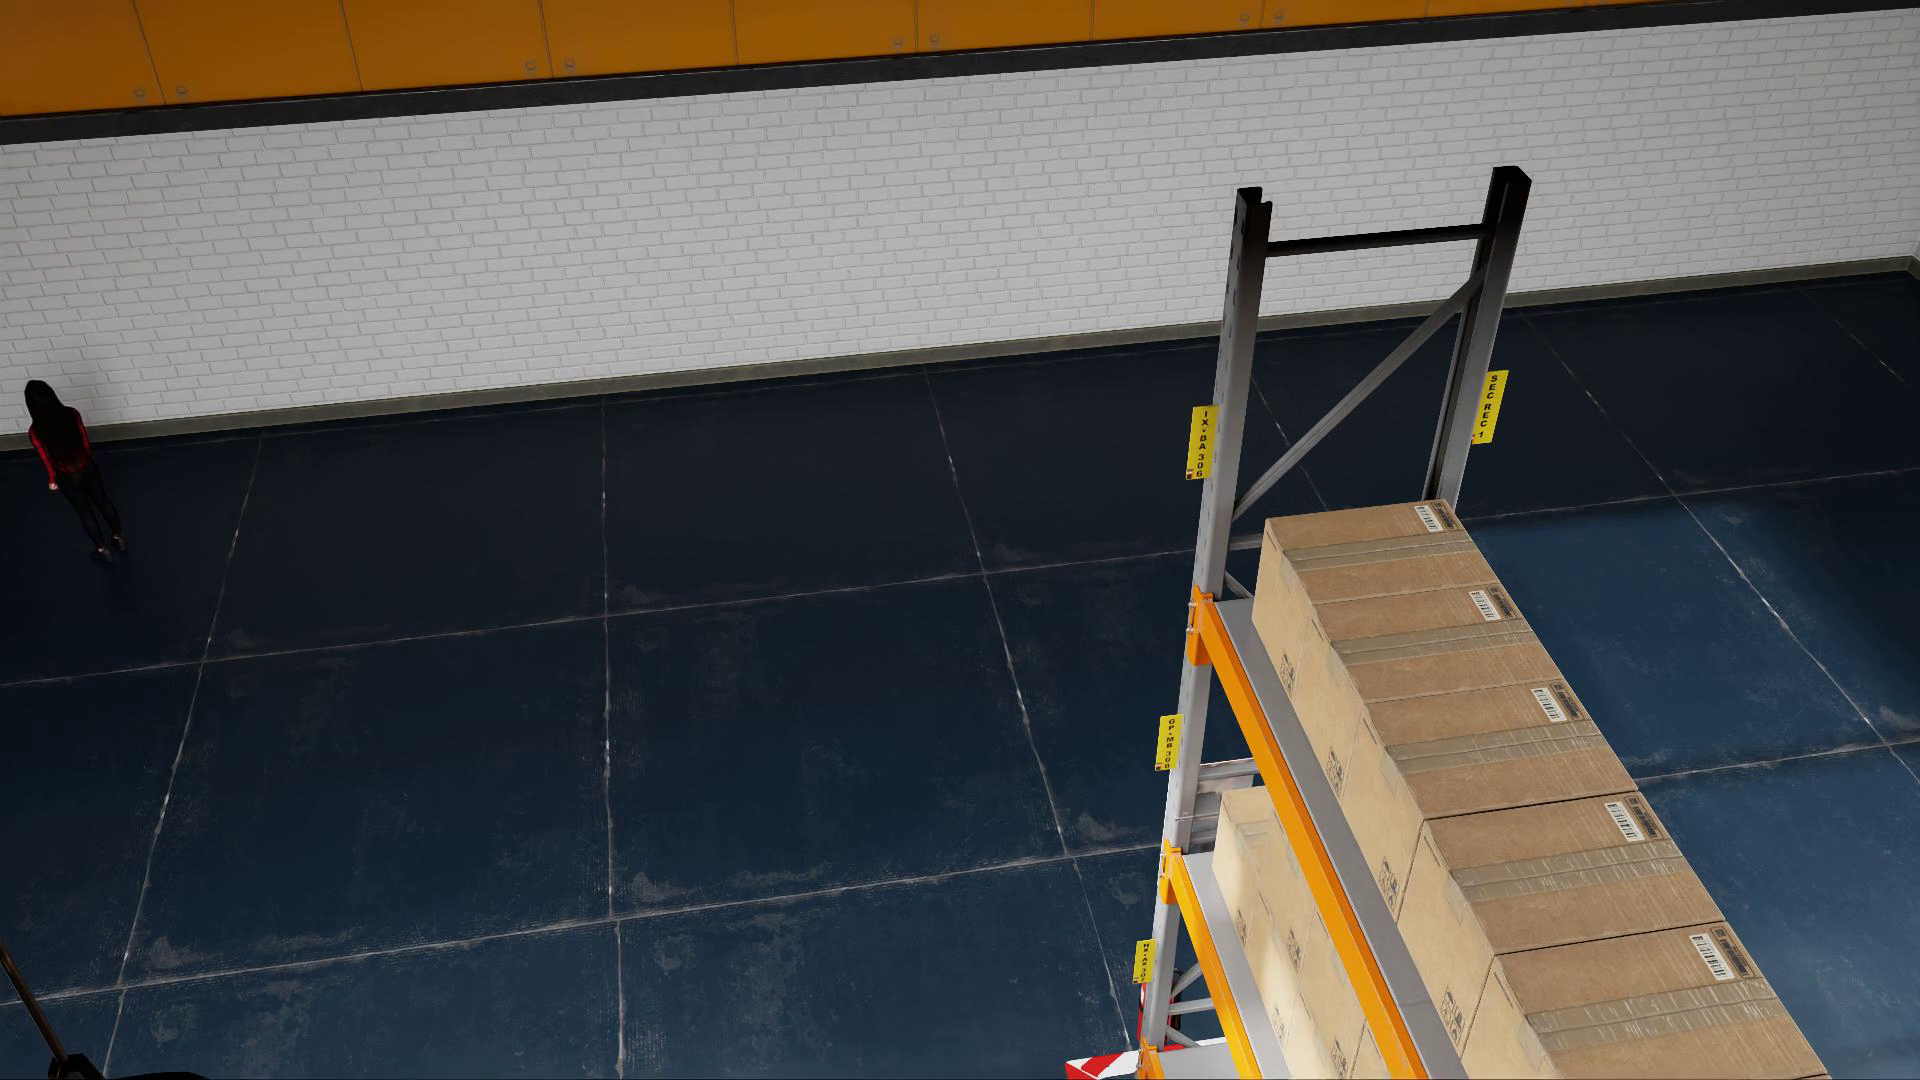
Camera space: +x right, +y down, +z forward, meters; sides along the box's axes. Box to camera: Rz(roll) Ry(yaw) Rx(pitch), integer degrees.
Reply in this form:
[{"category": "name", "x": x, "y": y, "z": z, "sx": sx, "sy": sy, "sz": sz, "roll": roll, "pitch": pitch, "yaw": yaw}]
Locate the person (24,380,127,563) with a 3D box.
[{"category": "person", "x": -6.929, "y": -0.539, "z": 13.049, "sx": 0.724, "sy": 1.654, "sz": 0.641, "roll": 19, "pitch": 42, "yaw": 22}]
